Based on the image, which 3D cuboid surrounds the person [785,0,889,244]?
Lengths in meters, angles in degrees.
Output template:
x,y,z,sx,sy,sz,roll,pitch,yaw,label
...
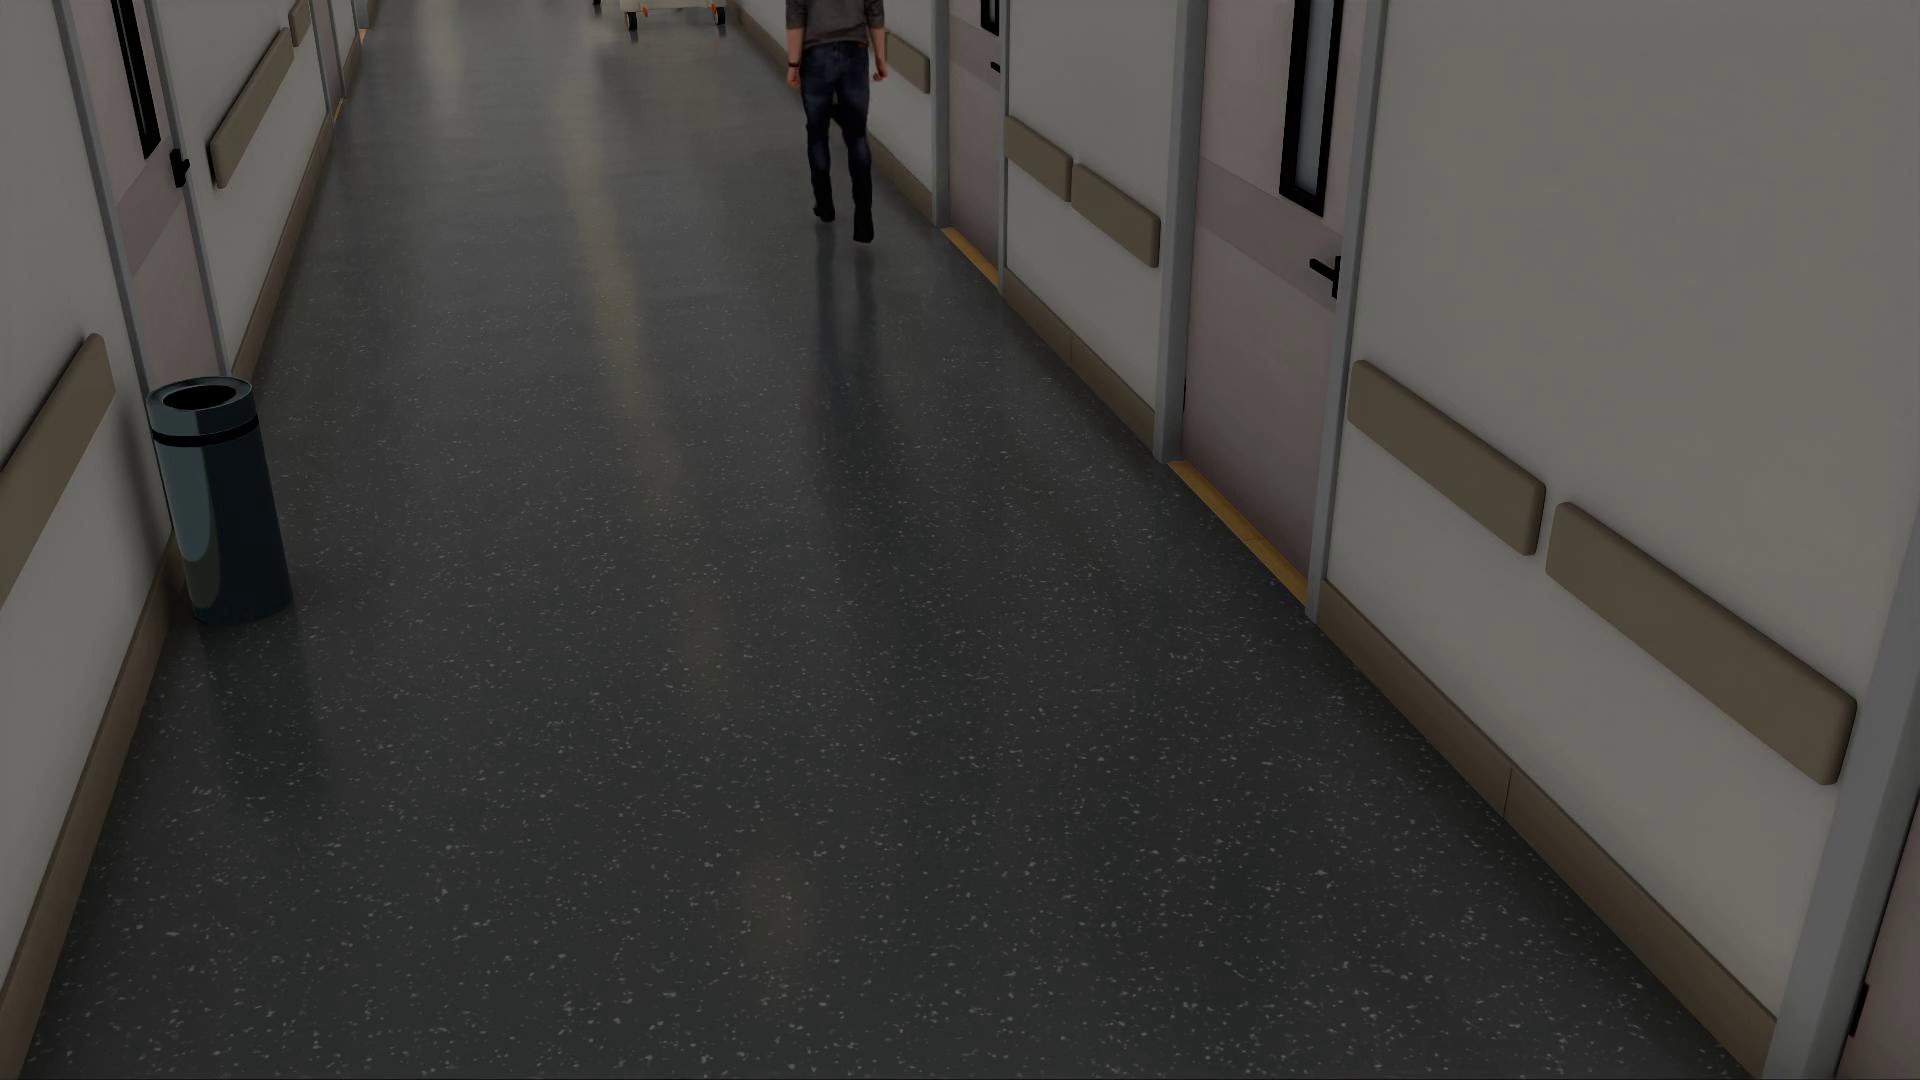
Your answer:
x,y,z,sx,sy,sz,roll,pitch,yaw,label
-0.641,-2.502,8.773,1.147,1.871,0.816,-4,26,-9,person
